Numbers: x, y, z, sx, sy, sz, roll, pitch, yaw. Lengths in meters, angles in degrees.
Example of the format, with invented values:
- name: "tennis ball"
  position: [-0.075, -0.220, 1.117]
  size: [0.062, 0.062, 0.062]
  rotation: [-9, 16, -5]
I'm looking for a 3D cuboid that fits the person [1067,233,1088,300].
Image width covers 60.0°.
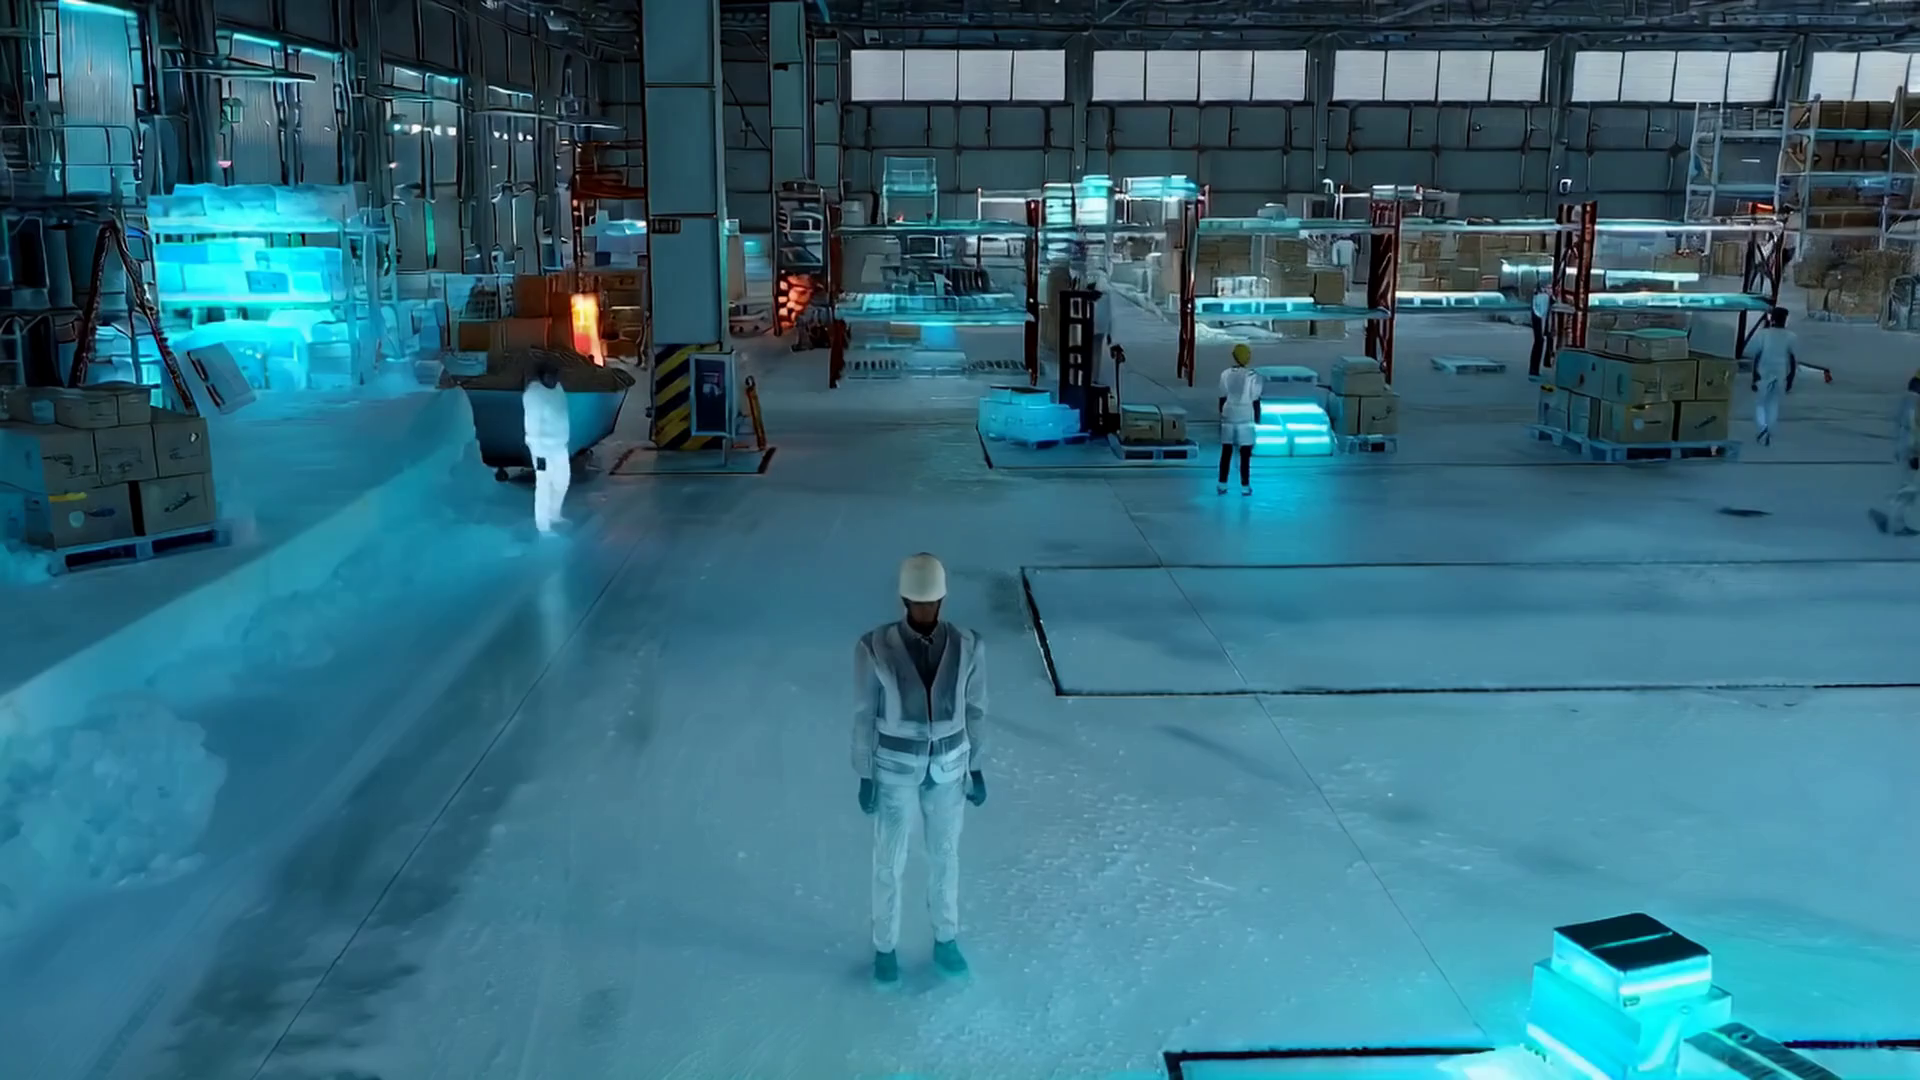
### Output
- name: "person"
  position: [3.214, -7.565, 46.131]
  size: [0.555, 1.903, 0.962]
  rotation: [-4, 13, -19]

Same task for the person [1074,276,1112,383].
- name: "person"
  position: [2.224, -3.472, 27.718]
  size: [0.625, 1.870, 1.007]
  rotation: [3, 13, 13]

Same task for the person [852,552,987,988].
- name: "person"
  position: [-0.173, 1.001, 7.322]
  size: [0.603, 1.949, 0.389]
  rotation: [-4, 13, -16]

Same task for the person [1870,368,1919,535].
- name: "person"
  position: [9.288, -0.870, 16.270]
  size: [0.442, 1.719, 0.556]
  rotation: [5, 13, 21]

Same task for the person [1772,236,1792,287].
- name: "person"
  position: [25.637, -8.679, 51.809]
  size: [0.811, 1.609, 0.518]
  rotation: [-10, 16, -38]

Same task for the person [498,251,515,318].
- name: "person"
  position: [-11.175, -6.260, 40.833]
  size: [0.313, 1.634, 0.515]
  rotation: [-10, 16, -38]

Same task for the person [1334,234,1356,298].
- name: "person"
  position: [10.964, -7.843, 47.393]
  size: [0.647, 1.898, 1.011]
  rotation: [2, 13, 9]

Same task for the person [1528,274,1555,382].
- name: "person"
  position: [9.954, -3.629, 28.460]
  size: [0.328, 1.844, 0.514]
  rotation: [3, 13, 14]

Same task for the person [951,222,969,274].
- name: "person"
  position: [-0.080, -9.642, 55.525]
  size: [1.029, 1.880, 0.656]
  rotation: [3, 13, 13]

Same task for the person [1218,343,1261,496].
- name: "person"
  position: [3.102, -1.340, 18.490]
  size: [0.534, 1.692, 0.321]
  rotation: [10, 16, 38]

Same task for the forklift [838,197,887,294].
- name: "forklift"
  position: [-3.165, -8.717, 49.077]
  size: [1.873, 2.768, 1.129]
  rotation: [-11, 17, -40]

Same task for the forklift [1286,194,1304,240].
- name: "forklift"
  position: [11.014, -9.999, 54.867]
  size: [1.873, 2.768, 1.129]
  rotation: [0, 12, -2]

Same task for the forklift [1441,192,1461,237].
- name: "forklift"
  position: [17.645, -11.130, 59.971]
  size: [1.873, 2.768, 1.129]
  rotation: [0, 12, -2]

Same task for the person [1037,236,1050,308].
- name: "person"
  position: [2.223, -7.079, 43.956]
  size: [0.356, 1.883, 0.572]
  rotation: [1, 13, 6]

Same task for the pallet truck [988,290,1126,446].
- name: "pallet truck"
  position: [1.257, -2.299, 22.111]
  size: [1.885, 1.965, 0.823]
  rotation: [-9, 15, -35]

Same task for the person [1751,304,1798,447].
- name: "person"
  position: [10.623, -2.147, 21.745]
  size: [0.520, 1.852, 0.404]
  rotation: [4, 13, 18]

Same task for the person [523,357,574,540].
- name: "person"
  position: [-4.009, -0.889, 16.203]
  size: [0.458, 1.804, 0.659]
  rotation: [3, 13, 15]

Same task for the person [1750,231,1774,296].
- name: "person"
  position: [23.136, -8.002, 48.035]
  size: [0.594, 1.922, 0.388]
  rotation: [6, 14, 24]
